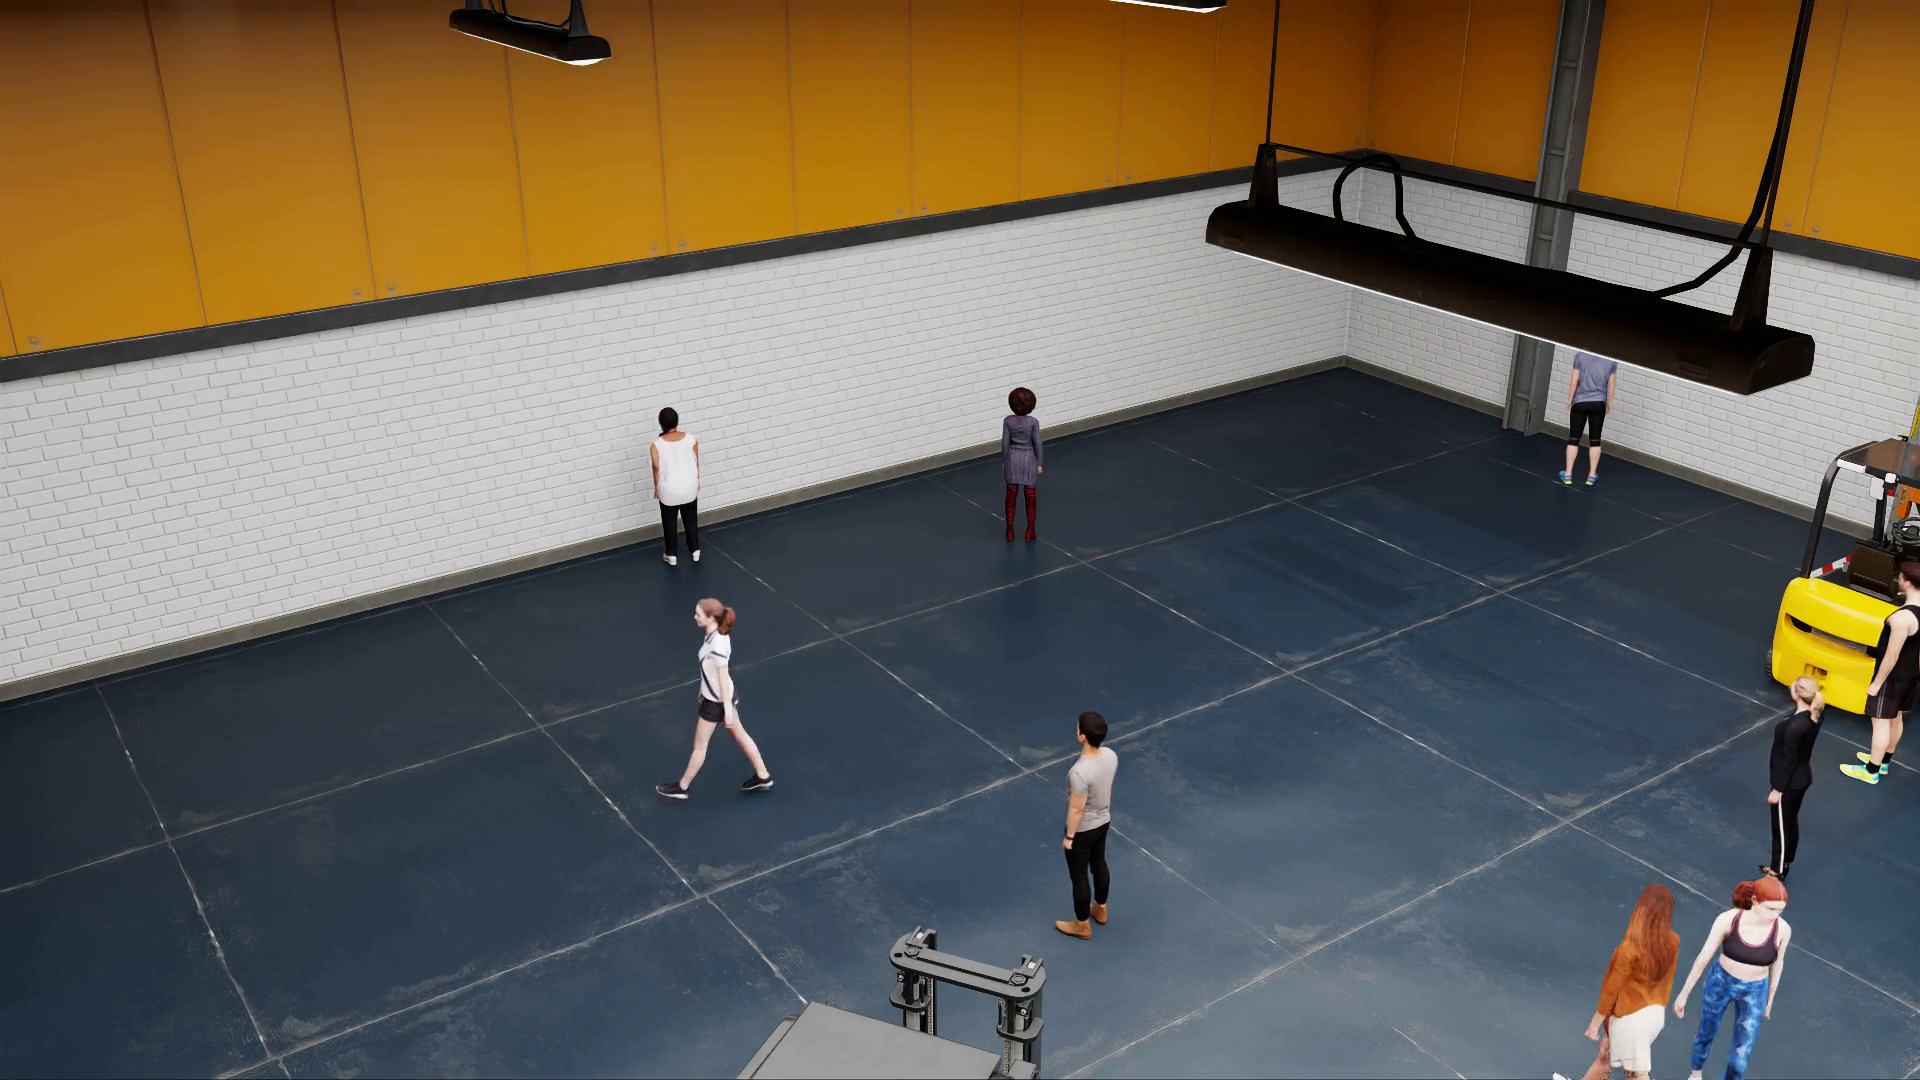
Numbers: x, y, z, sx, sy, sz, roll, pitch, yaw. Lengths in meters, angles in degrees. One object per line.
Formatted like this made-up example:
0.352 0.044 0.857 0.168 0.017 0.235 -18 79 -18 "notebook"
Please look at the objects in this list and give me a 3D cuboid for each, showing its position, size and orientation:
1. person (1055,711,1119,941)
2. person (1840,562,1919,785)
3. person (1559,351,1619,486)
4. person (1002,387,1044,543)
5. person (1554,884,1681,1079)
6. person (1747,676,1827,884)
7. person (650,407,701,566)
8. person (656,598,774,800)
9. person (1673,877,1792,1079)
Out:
0.879 1.941 11.426 0.601 1.723 0.656 19 30 37 "person"
7.454 1.054 13.244 0.675 1.891 0.566 -16 28 -33 "person"
7.276 -1.553 19.218 0.737 1.883 0.816 6 24 14 "person"
0.653 -0.800 17.711 0.653 1.710 0.724 5 24 12 "person"
3.924 2.818 9.504 0.671 1.655 1.109 -15 28 -31 "person"
5.946 1.747 11.892 0.624 1.705 0.548 -20 30 -37 "person"
-2.942 -0.572 17.214 0.703 1.691 0.674 -10 25 -21 "person"
-1.798 1.264 13.004 0.989 1.699 1.165 -4 24 -9 "person"
4.531 2.654 9.750 0.990 1.758 1.010 12 26 25 "person"
